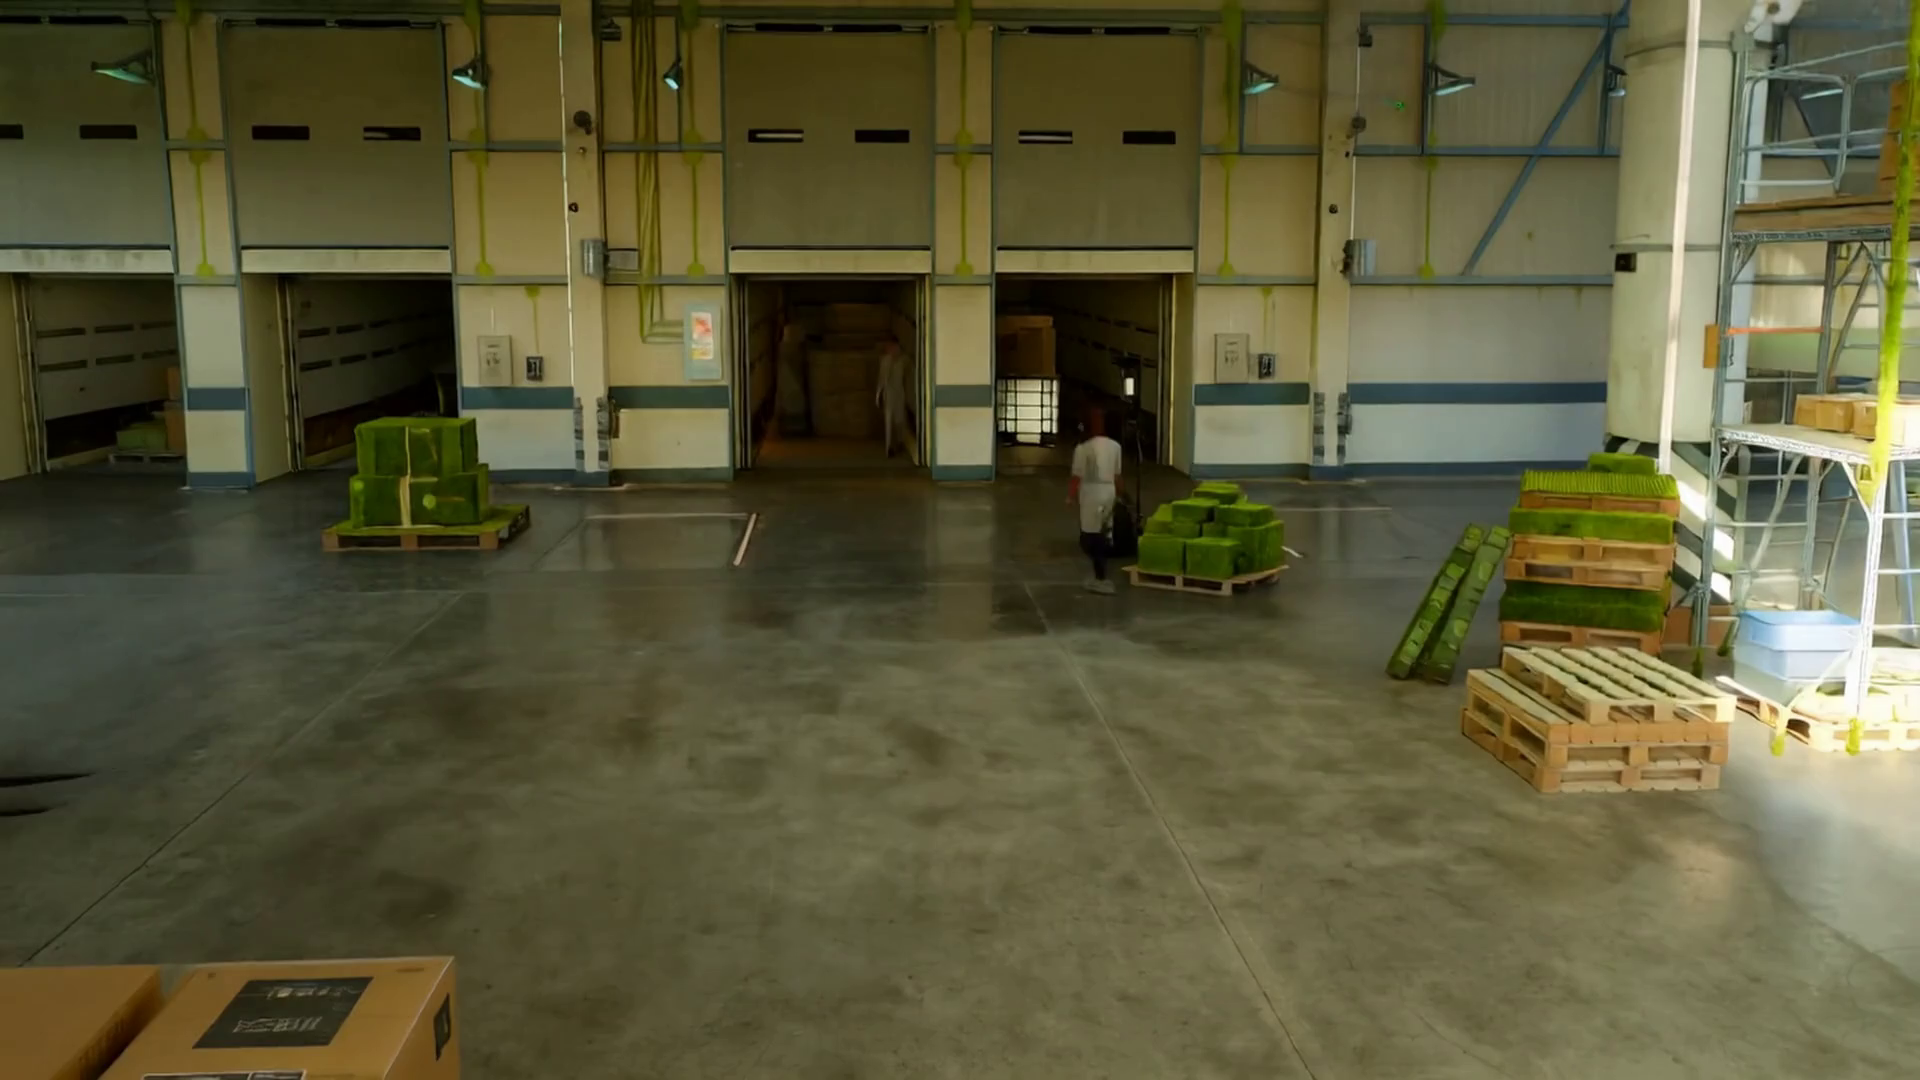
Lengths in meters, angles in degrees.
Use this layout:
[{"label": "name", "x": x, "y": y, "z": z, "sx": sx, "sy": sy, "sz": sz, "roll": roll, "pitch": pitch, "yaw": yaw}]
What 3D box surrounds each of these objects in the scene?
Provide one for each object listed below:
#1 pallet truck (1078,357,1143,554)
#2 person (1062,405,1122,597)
[{"label": "pallet truck", "x": 2.088, "y": -0.836, "z": 16.757, "sx": 1.885, "sy": 1.965, "sz": 0.823, "roll": 2, "pitch": 9, "yaw": 13}, {"label": "person", "x": 1.151, "y": -0.343, "z": 14.682, "sx": 0.594, "sy": 1.675, "sz": 0.546, "roll": 8, "pitch": 12, "yaw": 40}]
